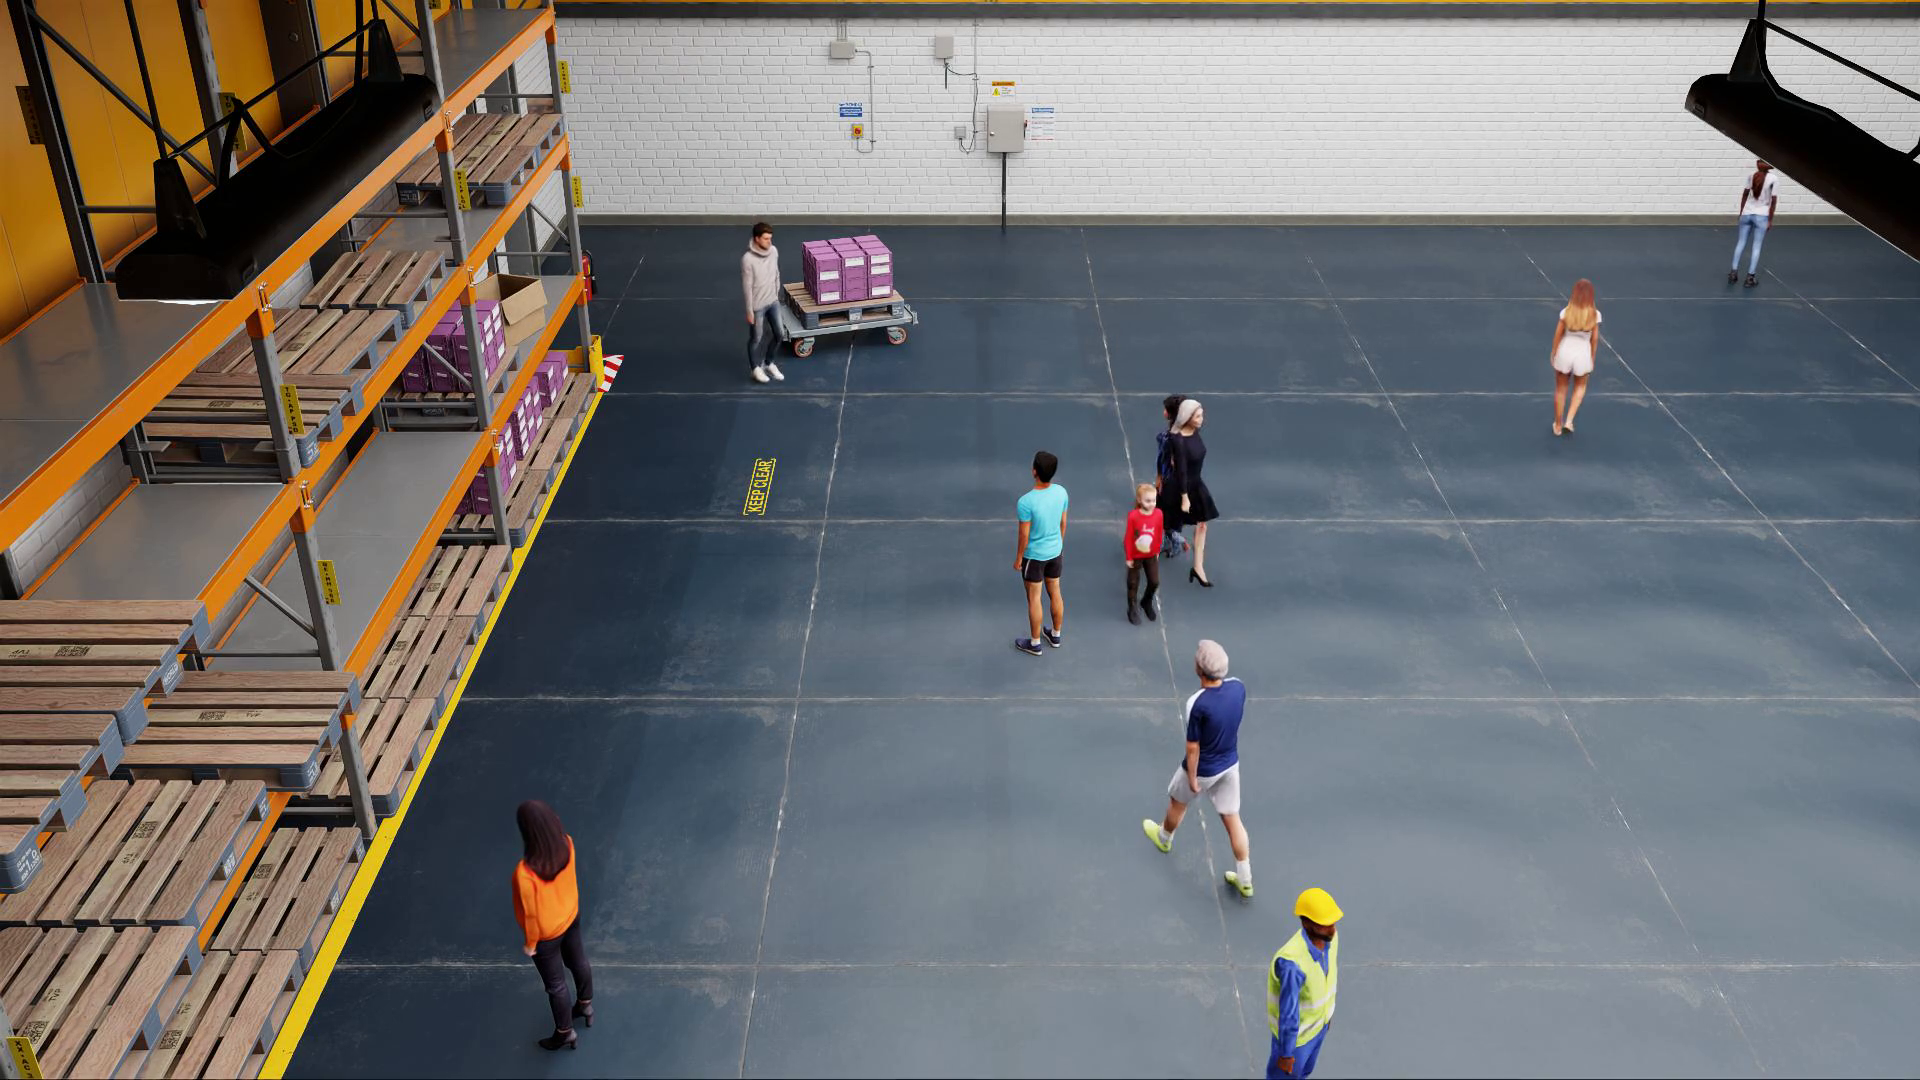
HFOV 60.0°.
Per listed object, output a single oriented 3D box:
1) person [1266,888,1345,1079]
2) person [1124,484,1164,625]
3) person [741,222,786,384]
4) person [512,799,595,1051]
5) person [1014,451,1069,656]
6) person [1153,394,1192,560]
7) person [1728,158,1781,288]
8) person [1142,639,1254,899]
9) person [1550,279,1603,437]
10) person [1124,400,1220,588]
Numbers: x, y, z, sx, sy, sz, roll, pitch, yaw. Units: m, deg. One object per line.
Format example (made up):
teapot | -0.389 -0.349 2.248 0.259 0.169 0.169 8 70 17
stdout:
person | 1.811 2.566 8.841 0.812 1.812 0.721 21 35 33
person | 1.500 0.088 13.945 0.545 1.274 0.557 -6 29 -12
person | -2.249 -2.636 18.356 0.909 1.832 0.841 24 37 37
person | -2.335 2.203 9.573 0.753 1.749 0.618 11 30 19
person | 0.672 0.105 13.390 0.691 1.777 0.702 -17 33 -28
person | 1.912 -0.527 14.719 0.826 1.613 0.750 23 36 35
person | 10.107 -4.092 21.142 0.715 1.721 0.649 -24 37 -37
person | 1.696 1.509 10.802 1.054 1.791 1.289 -16 32 -26
person | 6.277 -1.830 17.028 0.689 1.690 0.717 10 30 18
person | 1.851 -0.403 14.387 1.039 1.714 1.111 17 33 29
